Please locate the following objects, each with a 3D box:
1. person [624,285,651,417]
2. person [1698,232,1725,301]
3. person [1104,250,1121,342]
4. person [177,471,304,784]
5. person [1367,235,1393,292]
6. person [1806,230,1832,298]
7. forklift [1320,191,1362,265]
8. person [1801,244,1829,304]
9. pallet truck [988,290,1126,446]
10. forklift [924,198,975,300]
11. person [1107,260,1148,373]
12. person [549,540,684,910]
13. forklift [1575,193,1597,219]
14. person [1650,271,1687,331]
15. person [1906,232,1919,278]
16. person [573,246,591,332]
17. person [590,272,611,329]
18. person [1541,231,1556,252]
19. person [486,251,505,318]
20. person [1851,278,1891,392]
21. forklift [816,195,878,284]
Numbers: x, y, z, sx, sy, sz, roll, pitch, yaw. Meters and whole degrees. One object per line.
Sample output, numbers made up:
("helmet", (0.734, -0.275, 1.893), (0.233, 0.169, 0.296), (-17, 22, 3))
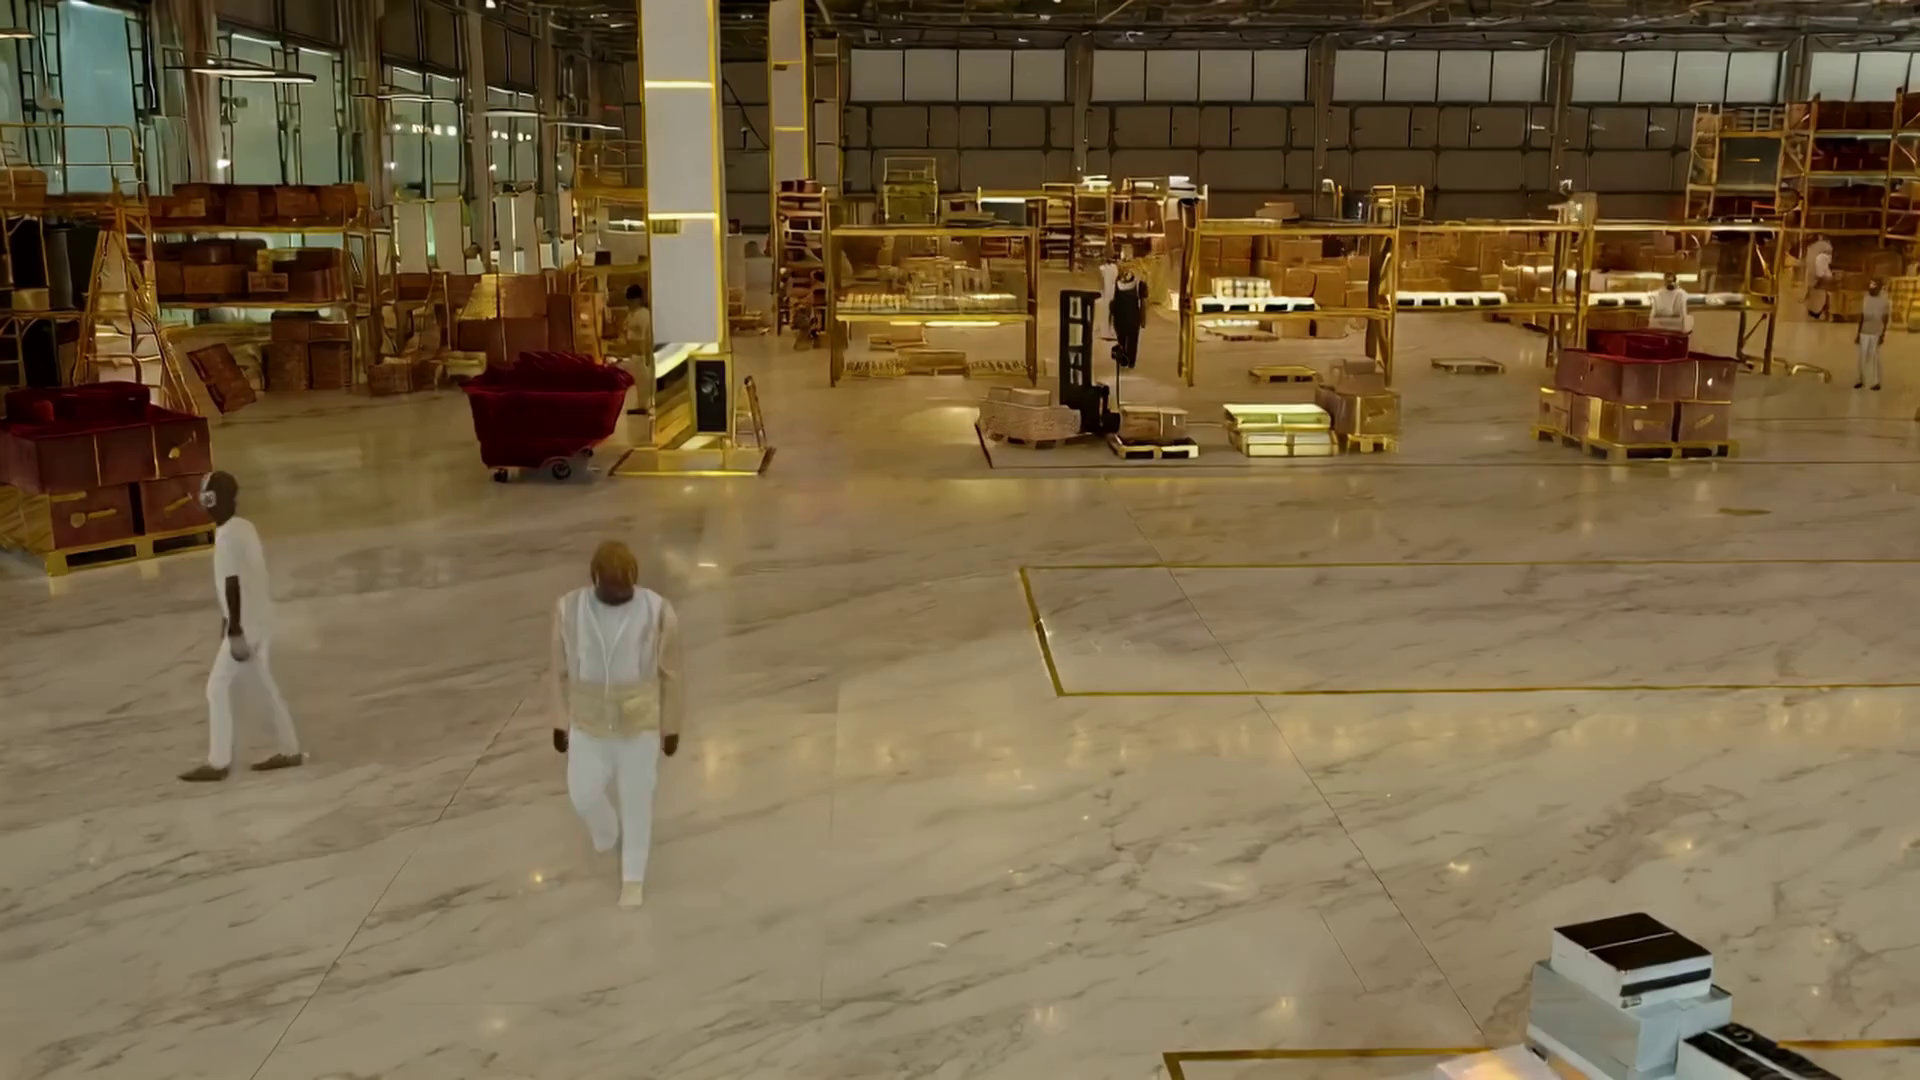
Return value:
("person", (-4.713, -2.773, 24.407), (0.373, 1.928, 0.584), (-8, 15, -32))
("person", (20.781, -7.554, 46.031), (0.703, 1.911, 0.434), (8, 15, 31))
("person", (3.227, -5.159, 35.161), (0.366, 1.936, 0.630), (-1, 13, -3))
("person", (-4.323, 0.512, 9.826), (0.770, 1.826, 0.552), (-1, 13, -5))
("person", (11.045, -7.110, 44.017), (0.662, 1.910, 0.846), (-5, 13, -21))
("person", (23.548, -7.486, 45.575), (0.638, 1.965, 0.739), (8, 15, 33))
("forklift", (14.833, -11.868, 63.306), (1.129, 2.768, 1.873), (-11, 17, -42))
("person", (22.928, -7.071, 44.455), (0.573, 1.632, 0.874), (-9, 16, -37))
("pallet truck", (1.257, -2.299, 22.111), (1.885, 1.965, 0.823), (-9, 15, -35))
("forklift", (-0.056, -8.038, 46.012), (1.129, 2.768, 1.873), (9, 16, 36))
("person", (2.948, -3.992, 29.657), (0.703, 2.000, 0.773), (4, 13, 19))
("person", (-1.669, 0.884, 8.119), (0.656, 1.828, 0.468), (-1, 13, -4))
("forklift", (21.612, -10.613, 57.638), (1.873, 2.768, 1.129), (0, 12, -2))
("person", (12.111, -3.659, 28.517), (0.576, 1.882, 0.355), (12, 17, 43))
("person", (27.811, -8.029, 48.387), (0.592, 1.824, 0.640), (1, 13, 3))
("person", (-8.435, -5.592, 37.136), (0.371, 1.925, 0.595), (-5, 13, -21))
("person", (-8.341, -5.691, 38.186), (0.865, 1.647, 0.542), (8, 15, 31))
("person", (21.078, -10.538, 59.572), (0.547, 1.900, 0.991), (4, 13, 19))
("person", (-11.451, -6.266, 40.864), (0.523, 1.632, 0.313), (11, 17, 41))
("person", (14.934, -3.360, 27.228), (0.325, 1.860, 0.512), (-6, 14, -25))
("forklift", (-3.662, -9.503, 52.625), (1.873, 2.768, 1.129), (-5, 13, -21))
